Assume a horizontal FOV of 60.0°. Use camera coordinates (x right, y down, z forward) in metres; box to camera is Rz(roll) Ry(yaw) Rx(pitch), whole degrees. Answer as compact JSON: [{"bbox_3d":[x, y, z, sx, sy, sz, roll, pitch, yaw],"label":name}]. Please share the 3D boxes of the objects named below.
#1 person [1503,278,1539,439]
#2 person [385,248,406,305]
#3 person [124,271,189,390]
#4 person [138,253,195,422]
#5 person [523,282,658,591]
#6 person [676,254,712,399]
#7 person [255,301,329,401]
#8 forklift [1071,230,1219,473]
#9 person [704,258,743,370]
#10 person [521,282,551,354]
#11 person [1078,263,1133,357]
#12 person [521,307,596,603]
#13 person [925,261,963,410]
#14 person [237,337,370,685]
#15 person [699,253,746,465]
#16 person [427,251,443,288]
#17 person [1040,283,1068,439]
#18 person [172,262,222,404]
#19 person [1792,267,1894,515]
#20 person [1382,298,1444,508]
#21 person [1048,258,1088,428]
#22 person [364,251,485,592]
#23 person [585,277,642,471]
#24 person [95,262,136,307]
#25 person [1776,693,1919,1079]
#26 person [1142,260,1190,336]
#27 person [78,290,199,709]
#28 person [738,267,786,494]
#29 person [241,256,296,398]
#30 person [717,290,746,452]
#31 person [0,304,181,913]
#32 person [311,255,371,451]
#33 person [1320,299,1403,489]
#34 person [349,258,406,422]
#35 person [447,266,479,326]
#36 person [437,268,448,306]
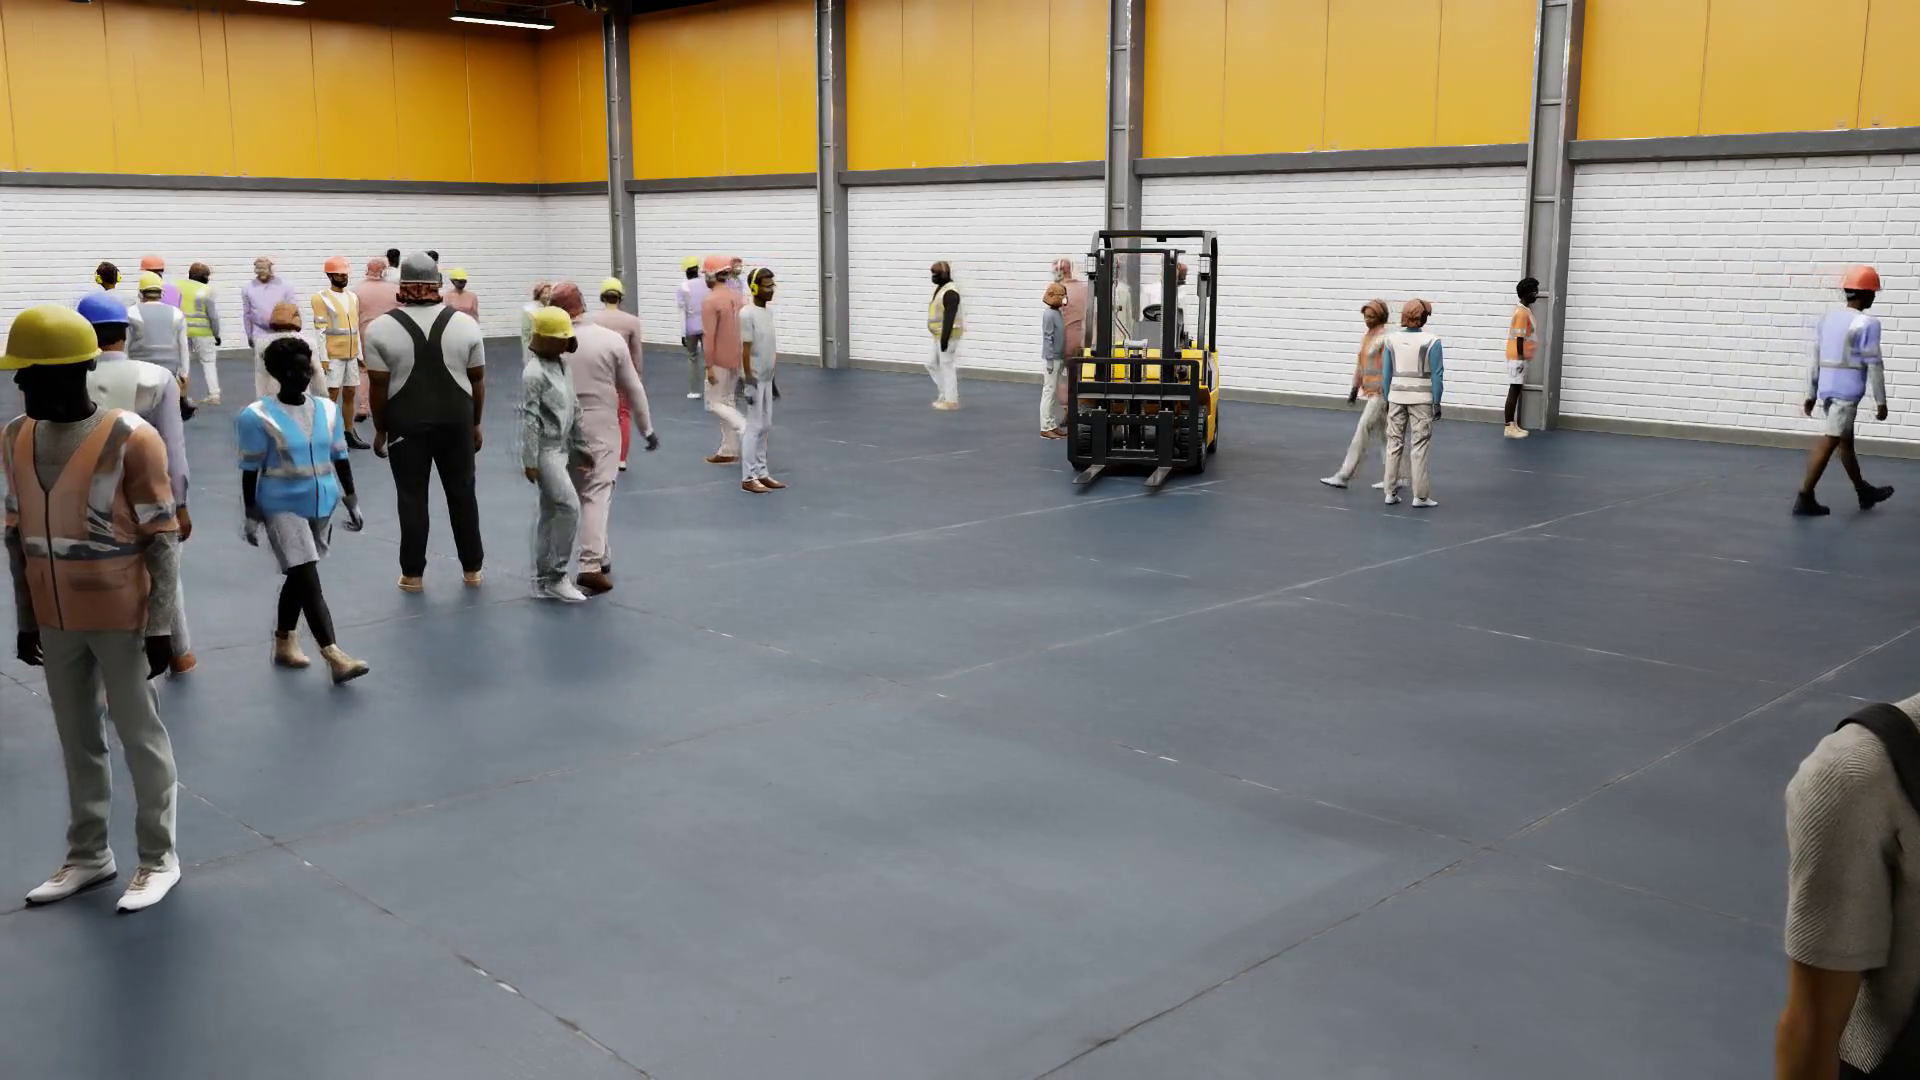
[{"bbox_3d":[5.921,-1.917,17.555,0.318,1.691,0.532,4,11,19],"label":"person"},{"bbox_3d":[-9.480,-3.917,27.827,0.609,1.933,0.937,4,11,19],"label":"person"},{"bbox_3d":[-7.533,-1.614,15.607,0.586,1.808,0.848,-10,14,-44],"label":"person"},{"bbox_3d":[-8.895,-2.216,18.530,0.421,1.927,0.564,3,11,17],"label":"person"},{"bbox_3d":[-2.269,-0.638,10.159,0.716,1.854,1.001,1,10,3],"label":"person"},{"bbox_3d":[-3.356,-2.737,21.483,0.604,1.889,0.824,-6,12,-30],"label":"person"},{"bbox_3d":[-5.313,-1.098,13.315,0.521,1.612,0.663,1,10,7],"label":"person"},{"bbox_3d":[1.804,-1.825,15.677,1.214,2.155,2.313,2,11,13],"label":"forklift"},{"bbox_3d":[-3.545,-3.430,25.543,0.986,1.798,0.554,6,12,30],"label":"person"},{"bbox_3d":[-4.692,-2.099,18.845,0.532,1.622,0.730,-9,14,-40],"label":"person"},{"bbox_3d":[1.540,-2.071,17.617,0.451,1.972,0.658,10,14,42],"label":"person"},{"bbox_3d":[-2.300,-0.489,9.649,0.497,1.720,0.502,1,10,6],"label":"person"},{"bbox_3d":[-0.198,-2.475,20.245,0.466,1.818,0.644,-2,11,-13],"label":"person"},{"bbox_3d":[-3.126,-0.144,7.977,0.855,1.642,0.550,7,12,33],"label":"person"},{"bbox_3d":[-2.111,-1.639,15.275,0.641,1.976,0.625,5,12,26],"label":"person"},{"bbox_3d":[-8.715,-3.825,27.464,0.612,1.863,0.863,7,12,33],"label":"person"},{"bbox_3d":[1.000,-1.886,17.538,0.267,1.632,0.509,3,11,18],"label":"person"},{"bbox_3d":[-9.647,-2.589,20.942,0.668,1.793,0.436,1,10,5],"label":"person"},{"bbox_3d":[6.828,-1.124,12.694,0.988,1.882,0.568,-2,11,-11],"label":"person"},{"bbox_3d":[3.548,-1.069,13.069,0.514,1.641,0.309,10,14,42],"label":"person"},{"bbox_3d":[1.177,-2.163,18.381,0.668,1.886,0.418,-9,14,-40],"label":"person"},{"bbox_3d":[-3.217,-0.714,10.036,0.678,2.000,0.536,-5,11,-24],"label":"person"},{"bbox_3d":[-3.159,-1.509,15.143,0.553,1.746,0.485,-4,11,-22],"label":"person"},{"bbox_3d":[-8.611,-1.897,16.978,0.329,1.865,0.518,5,11,24],"label":"person"},{"bbox_3d":[1.250,0.831,2.150,0.515,1.842,0.329,-5,11,-25],"label":"person"},{"bbox_3d":[2.313,-2.227,18.820,0.660,1.856,0.396,8,13,39],"label":"person"},{"bbox_3d":[-3.864,-0.194,7.640,0.626,1.889,0.998,-2,11,-12],"label":"person"},{"bbox_3d":[-1.657,-1.327,13.860,0.310,1.865,0.532,3,11,18],"label":"person"},{"bbox_3d":[-8.656,-2.625,20.899,0.638,1.879,0.891,-4,11,-20],"label":"person"},{"bbox_3d":[-2.172,-1.616,16.128,0.504,1.607,0.724,-10,14,-42],"label":"person"},{"bbox_3d":[-2.741,0.224,5.239,0.590,1.923,0.383,3,11,15],"label":"person"},{"bbox_3d":[-6.114,-1.841,16.461,0.359,1.939,0.543,5,12,26],"label":"person"},{"bbox_3d":[3.368,-1.199,13.873,0.819,1.590,0.547,-1,10,-5],"label":"person"},{"bbox_3d":[-6.628,-2.247,18.884,0.671,1.869,0.584,-6,12,-28],"label":"person"},{"bbox_3d":[-6.569,-2.700,21.703,0.536,1.743,0.690,-9,14,-41],"label":"person"},{"bbox_3d":[-6.039,-2.289,19.233,0.925,1.814,0.505,10,14,42],"label":"person"}]
